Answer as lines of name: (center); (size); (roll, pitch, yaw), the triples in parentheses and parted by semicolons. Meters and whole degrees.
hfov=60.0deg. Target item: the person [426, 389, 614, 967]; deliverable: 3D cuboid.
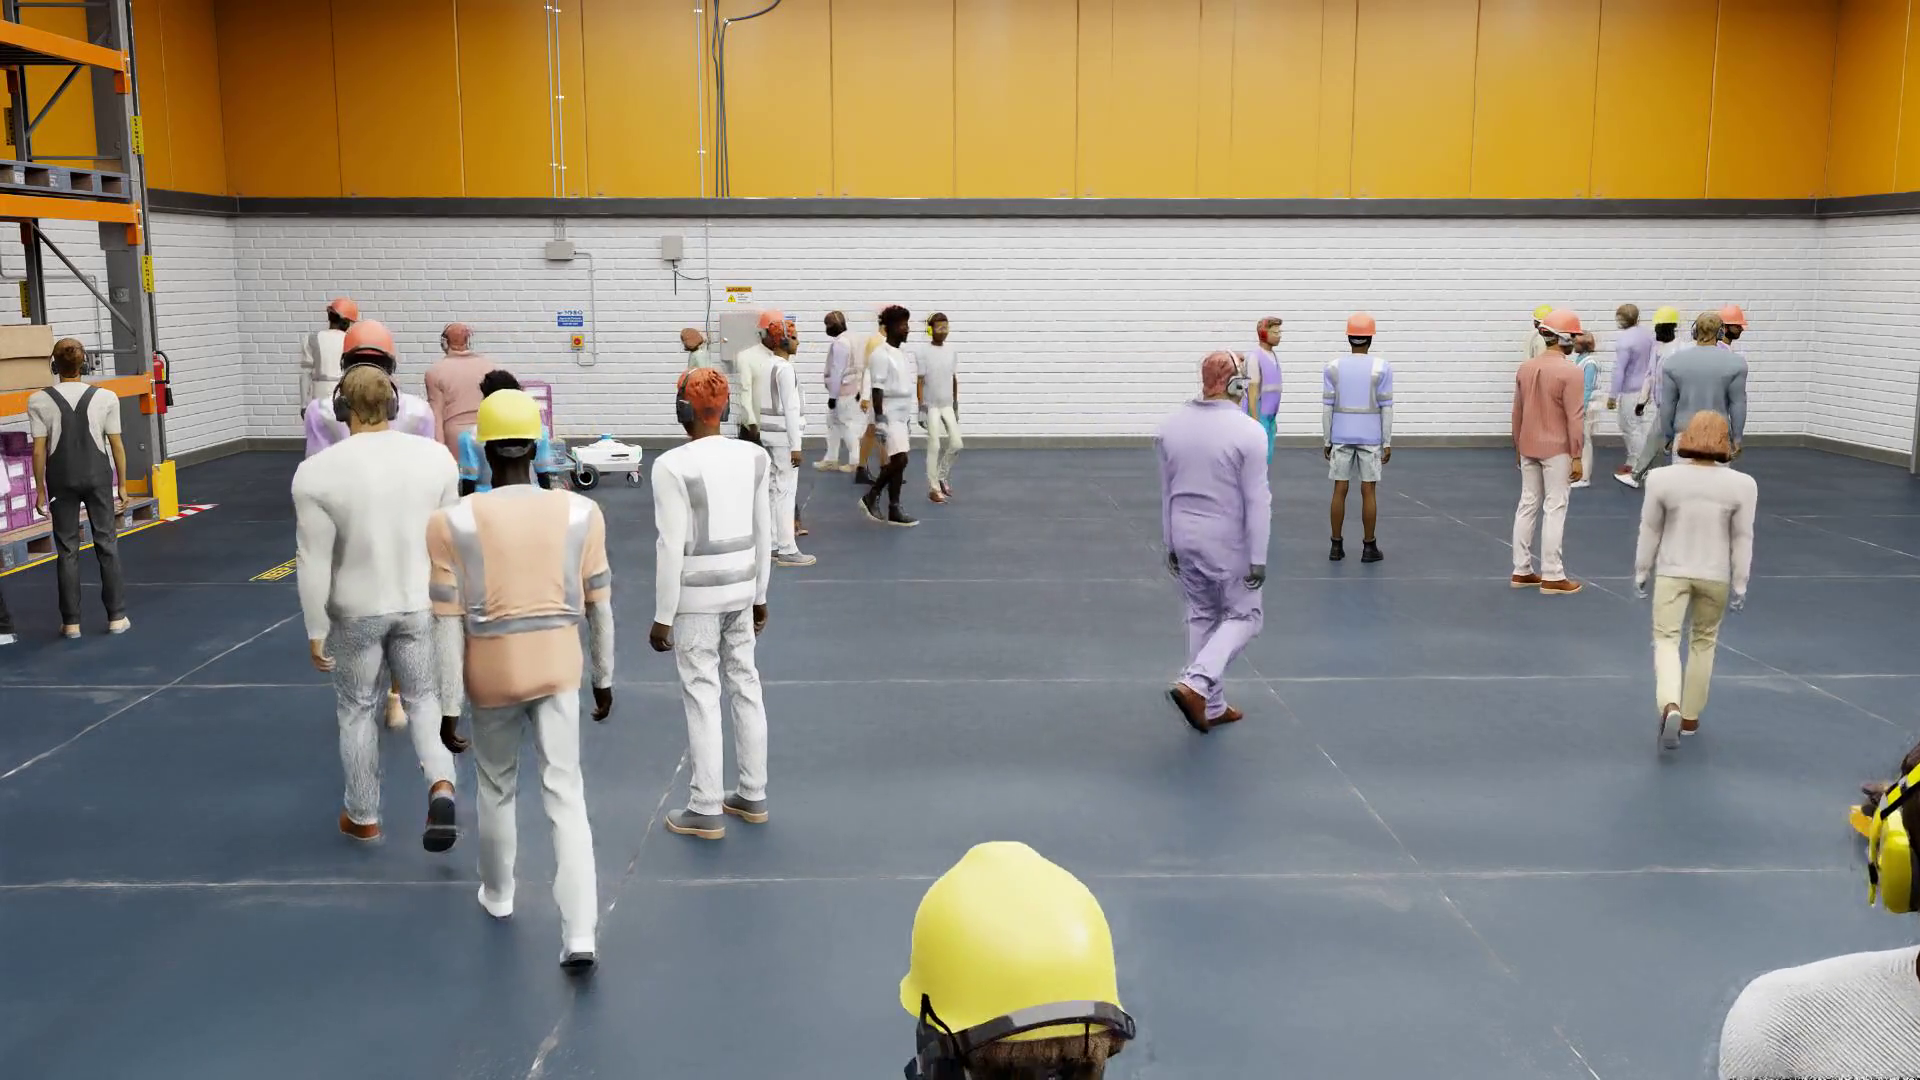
person: (-1.425, 0.443, 5.496); (0.606, 1.884, 0.984); (-5, 10, -26)

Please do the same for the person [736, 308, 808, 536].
person: (-1.695, -1.032, 14.379); (0.595, 1.940, 1.052); (-6, 11, -34)

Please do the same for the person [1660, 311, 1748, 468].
person: (5.773, -0.803, 12.951); (0.628, 1.939, 0.373); (6, 11, 33)

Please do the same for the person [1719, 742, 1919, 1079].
person: (1.129, 1.055, 1.850); (0.752, 1.847, 0.536); (2, 9, 12)

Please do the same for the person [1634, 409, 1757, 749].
person: (3.476, 0.185, 7.892); (0.507, 1.605, 0.714); (4, 10, 21)

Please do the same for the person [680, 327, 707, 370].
person: (-2.889, -1.581, 18.728); (0.503, 1.598, 0.533); (-3, 10, -17)

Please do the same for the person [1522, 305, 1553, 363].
person: (7.041, -1.932, 20.191); (0.404, 1.831, 0.600); (0, 9, 3)

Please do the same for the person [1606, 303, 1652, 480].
person: (7.218, -1.592, 17.895); (0.534, 1.904, 0.668); (8, 12, 39)

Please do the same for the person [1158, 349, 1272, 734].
person: (1.217, 0.022, 8.052); (0.576, 1.889, 0.645); (-8, 12, -41)

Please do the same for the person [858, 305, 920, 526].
person: (-0.581, -1.079, 14.578); (0.426, 1.955, 0.628); (3, 10, 19)

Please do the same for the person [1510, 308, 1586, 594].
person: (4.150, -0.623, 11.678); (0.399, 1.989, 0.623); (-4, 10, -24)

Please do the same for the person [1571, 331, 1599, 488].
person: (6.370, -1.344, 17.195); (0.433, 1.623, 0.538); (0, 9, 2)

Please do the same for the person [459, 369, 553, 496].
person: (-2.621, -0.145, 9.658); (0.548, 1.686, 0.449); (-5, 11, -29)

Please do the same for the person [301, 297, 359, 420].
person: (-5.942, -1.306, 15.849); (0.638, 1.999, 0.647); (-3, 10, -20)

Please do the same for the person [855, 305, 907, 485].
person: (-0.791, -1.507, 17.423); (0.724, 1.884, 0.632); (1, 9, 7)

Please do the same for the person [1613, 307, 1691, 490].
person: (7.195, -1.445, 17.086); (0.992, 1.868, 0.594); (-1, 9, -4)

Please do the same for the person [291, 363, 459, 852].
person: (-2.192, 0.282, 6.373); (0.650, 1.917, 0.737); (-6, 11, -35)

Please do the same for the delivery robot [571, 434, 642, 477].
delivery robot: (-3.661, -0.862, 17.254); (0.707, 0.478, 0.477); (-3, 10, -15)

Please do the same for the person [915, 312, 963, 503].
person: (-0.204, -1.279, 16.125); (0.533, 1.854, 0.370); (-6, 11, -32)

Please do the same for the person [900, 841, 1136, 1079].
person: (0.042, 1.151, 1.673); (0.525, 1.706, 0.952); (-5, 10, -28)

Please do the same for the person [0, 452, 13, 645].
person: (-5.847, -0.253, 9.802); (0.691, 1.860, 0.421); (9, 13, 44)

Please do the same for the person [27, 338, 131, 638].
person: (-5.423, -0.318, 10.259); (0.515, 1.844, 0.333); (-5, 11, -29)

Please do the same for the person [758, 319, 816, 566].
person: (-1.349, -0.742, 12.751); (0.356, 1.882, 0.574); (-5, 10, -27)

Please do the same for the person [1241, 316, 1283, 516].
person: (2.722, -1.103, 15.078); (0.372, 1.841, 0.570); (5, 10, 28)

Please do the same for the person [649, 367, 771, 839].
person: (-0.993, 0.249, 6.665); (0.337, 1.882, 0.585); (8, 12, 40)

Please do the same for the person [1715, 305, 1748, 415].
person: (7.014, -1.191, 15.326); (0.362, 1.939, 0.542); (5, 11, 30)

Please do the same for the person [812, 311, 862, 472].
person: (-1.403, -1.639, 18.501); (0.735, 1.801, 0.692); (1, 9, 7)

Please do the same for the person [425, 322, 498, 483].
person: (-3.883, -0.777, 13.075); (0.657, 1.865, 1.011); (-8, 12, -42)

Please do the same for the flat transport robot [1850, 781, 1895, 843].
flat transport robot: (3.883, 1.168, 5.963); (0.652, 0.197, 1.431); (0, 9, 2)

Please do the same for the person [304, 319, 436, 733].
person: (-2.901, -0.076, 8.248); (0.637, 2.017, 0.711); (-4, 10, -24)

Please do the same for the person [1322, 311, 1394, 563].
person: (3.076, -0.792, 12.871); (0.547, 1.942, 0.351); (4, 10, 25)
